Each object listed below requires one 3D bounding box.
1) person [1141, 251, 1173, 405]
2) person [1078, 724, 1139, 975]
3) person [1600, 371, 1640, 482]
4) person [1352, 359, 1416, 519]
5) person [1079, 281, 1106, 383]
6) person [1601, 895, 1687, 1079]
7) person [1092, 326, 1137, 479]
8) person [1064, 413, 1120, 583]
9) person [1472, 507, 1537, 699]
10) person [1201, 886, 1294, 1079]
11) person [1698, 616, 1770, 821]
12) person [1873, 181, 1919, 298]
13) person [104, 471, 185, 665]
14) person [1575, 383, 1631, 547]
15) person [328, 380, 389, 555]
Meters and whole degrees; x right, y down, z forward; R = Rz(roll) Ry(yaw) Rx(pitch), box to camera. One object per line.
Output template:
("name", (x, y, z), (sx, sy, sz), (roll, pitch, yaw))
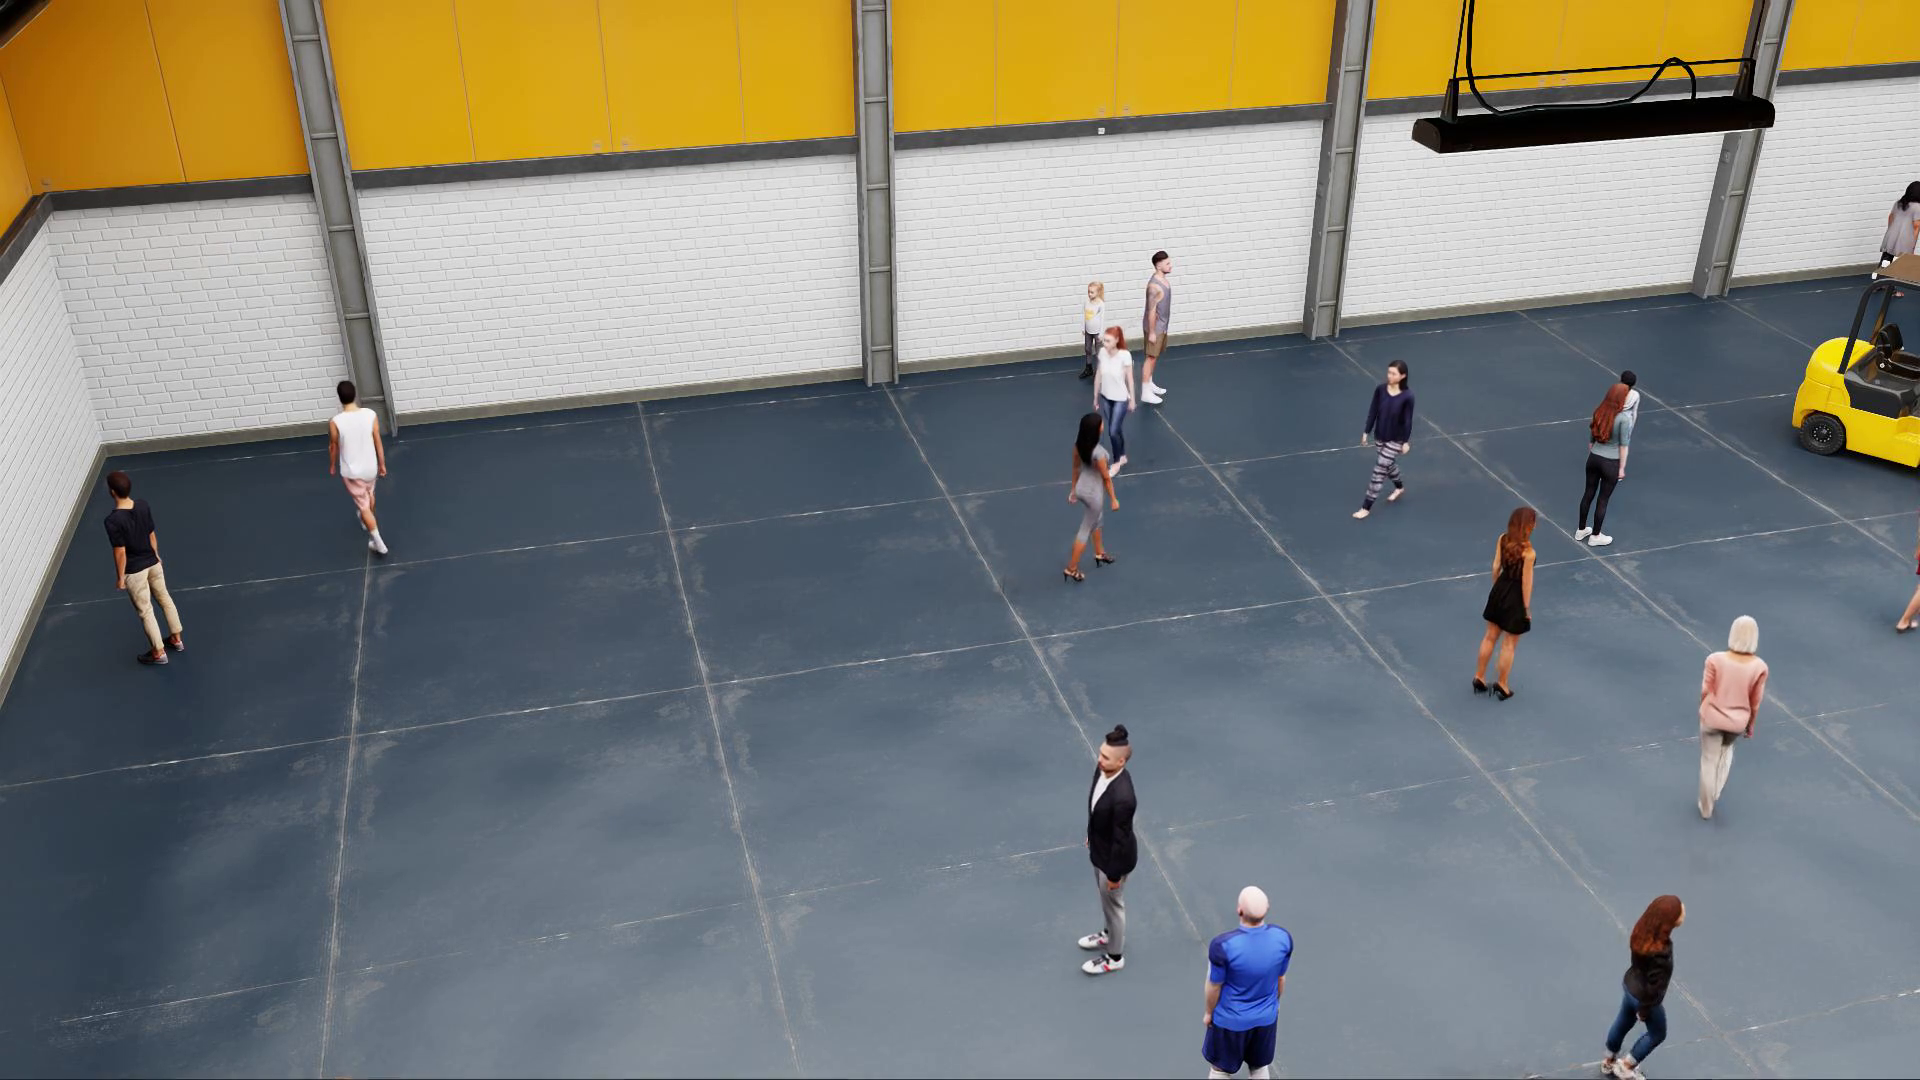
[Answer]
("person", (2.319, -2.552, 19.722), (0.741, 1.845, 0.719), (8, 30, 15))
("person", (1.046, 2.069, 11.303), (0.627, 1.956, 0.722), (-5, 29, -10))
("person", (7.177, -1.247, 18.110), (0.491, 1.258, 0.587), (1, 29, 2))
("person", (4.525, -1.087, 17.368), (1.191, 1.689, 0.939), (-22, 36, -35))
("person", (1.668, -2.589, 20.552), (0.565, 1.277, 0.609), (23, 36, 36))
("person", (4.225, 2.816, 10.436), (0.598, 1.474, 0.609), (-1, 29, -1))
("person", (1.759, -1.550, 18.198), (0.778, 1.707, 0.866), (22, 35, 34))
("person", (1.171, -0.367, 15.975), (0.921, 1.759, 0.699), (-13, 31, -22))
("person", (4.675, 0.544, 14.224), (0.637, 1.836, 0.634), (-14, 32, -24))
("person", (1.708, 2.844, 10.005), (0.484, 1.839, 0.722), (-7, 29, -12))
("person", (5.873, 1.412, 12.767), (0.751, 1.708, 0.805), (7, 29, 12))
("person", (13.108, -4.210, 23.176), (0.675, 1.609, 0.656), (-11, 30, -19))
("person", (-7.271, 0.236, 14.764), (0.719, 1.860, 0.709), (9, 30, 17))
("person", (6.478, -0.766, 16.723), (0.627, 1.743, 0.645), (-16, 32, -27))
("person", (-5.959, -0.673, 16.562), (1.152, 1.735, 1.023), (-21, 35, -34))
